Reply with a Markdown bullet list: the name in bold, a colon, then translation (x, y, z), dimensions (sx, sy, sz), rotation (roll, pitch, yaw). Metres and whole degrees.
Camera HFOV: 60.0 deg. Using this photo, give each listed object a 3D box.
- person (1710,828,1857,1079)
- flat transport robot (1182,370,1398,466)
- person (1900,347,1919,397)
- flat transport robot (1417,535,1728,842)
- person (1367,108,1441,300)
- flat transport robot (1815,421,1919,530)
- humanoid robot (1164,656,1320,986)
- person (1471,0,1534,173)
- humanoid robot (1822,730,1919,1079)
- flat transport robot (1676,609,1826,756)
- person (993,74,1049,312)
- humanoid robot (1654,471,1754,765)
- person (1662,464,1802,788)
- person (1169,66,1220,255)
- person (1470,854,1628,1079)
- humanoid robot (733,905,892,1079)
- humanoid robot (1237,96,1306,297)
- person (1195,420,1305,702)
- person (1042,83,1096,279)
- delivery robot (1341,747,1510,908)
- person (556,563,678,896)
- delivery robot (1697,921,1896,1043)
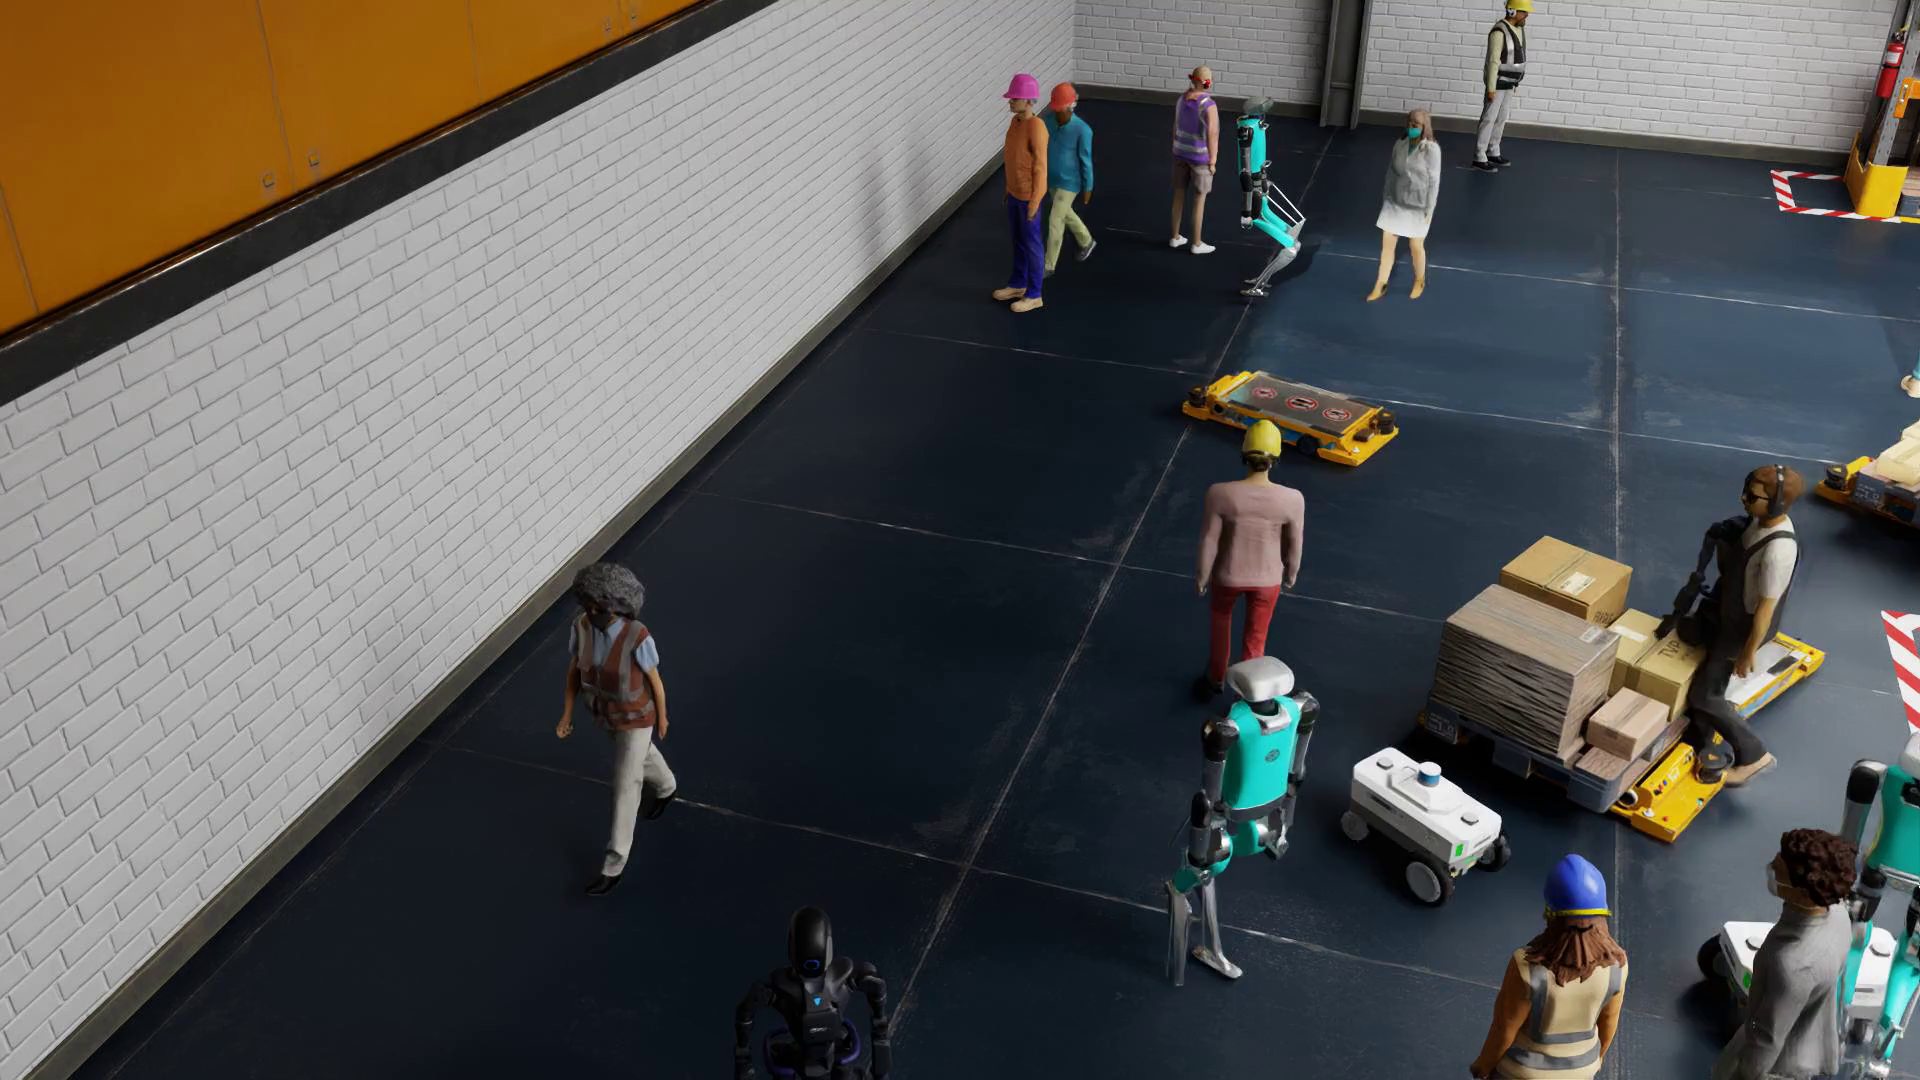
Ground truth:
- **person**: translation (2.919, 1.804, 5.953), dimensions (0.429, 1.889, 0.588), rotation (23, 38, 34)
- **flat transport robot**: translation (2.415, -0.923, 12.196), dimensions (1.431, 0.231, 0.659), rotation (22, 37, 32)
- **person**: translation (7.445, -1.920, 12.314), dimensions (0.527, 1.870, 0.390), rotation (10, 32, 17)
- **flat transport robot**: translation (3.229, 1.065, 8.813), dimensions (1.431, 0.231, 0.659), rotation (26, 39, 37)
- **person**: translation (3.799, -2.823, 14.069), dimensions (0.501, 1.655, 0.494), rotation (22, 37, 33)
- **flat transport robot**: translation (6.519, -0.208, 10.980), dimensions (0.659, 0.231, 1.431), rotation (-22, 37, -33)
- **humanoid robot**: translation (1.108, 1.202, 7.165), dimensions (0.543, 1.827, 0.685), rotation (-14, 33, -23)
- **person**: translation (5.594, -4.721, 17.128), dimensions (0.403, 1.825, 0.589), rotation (24, 38, 35)
- **humanoid robot**: translation (3.533, 1.622, 6.431), dimensions (0.562, 1.796, 0.754), rotation (19, 35, 28)
- **flat transport robot**: translation (4.207, 0.753, 9.344), dimensions (1.431, 0.231, 0.659), rotation (-23, 37, -34)
- **person**: translation (0.528, -2.886, 13.845), dimensions (0.381, 1.986, 0.505), rotation (-13, 33, -21)
- **humanoid robot**: translation (3.941, 0.401, 8.616), dimensions (0.623, 1.647, 0.654), rotation (-10, 32, -16)
- **person**: translation (3.919, 0.438, 8.338), dimensions (0.472, 1.830, 0.521), rotation (10, 32, 16)
- **person**: translation (2.117, -3.436, 15.064), dimensions (0.349, 1.693, 0.480), rotation (-25, 38, -35)
- **person**: translation (2.084, 1.862, 5.974), dimensions (0.467, 1.772, 0.320), rotation (-2, 31, -4)
- **humanoid robot**: translation (-0.518, 1.958, 5.904), dimensions (0.611, 1.646, 0.457), rotation (-8, 31, -14)
- **humanoid robot**: translation (2.626, -2.837, 13.877), dimensions (0.735, 1.672, 0.533), rotation (11, 32, 19)
- **person**: translation (1.545, 0.142, 8.920), dimensions (0.546, 1.745, 0.605), rotation (4, 31, 7)
- **person**: translation (0.955, -3.198, 14.645), dimensions (0.823, 1.711, 0.580), rotation (-22, 37, -32)
- **delivery robot**: translation (2.242, 1.339, 8.052), dimensions (0.499, 0.581, 0.778), rotation (-21, 36, -31)
- **person**: translation (-1.628, 0.820, 7.877), dimensions (0.449, 1.636, 0.907), rotation (15, 34, 24)
- **delivery robot**: translation (3.626, 1.869, 7.161), dimensions (0.764, 0.592, 0.502), rotation (2, 31, 3)
